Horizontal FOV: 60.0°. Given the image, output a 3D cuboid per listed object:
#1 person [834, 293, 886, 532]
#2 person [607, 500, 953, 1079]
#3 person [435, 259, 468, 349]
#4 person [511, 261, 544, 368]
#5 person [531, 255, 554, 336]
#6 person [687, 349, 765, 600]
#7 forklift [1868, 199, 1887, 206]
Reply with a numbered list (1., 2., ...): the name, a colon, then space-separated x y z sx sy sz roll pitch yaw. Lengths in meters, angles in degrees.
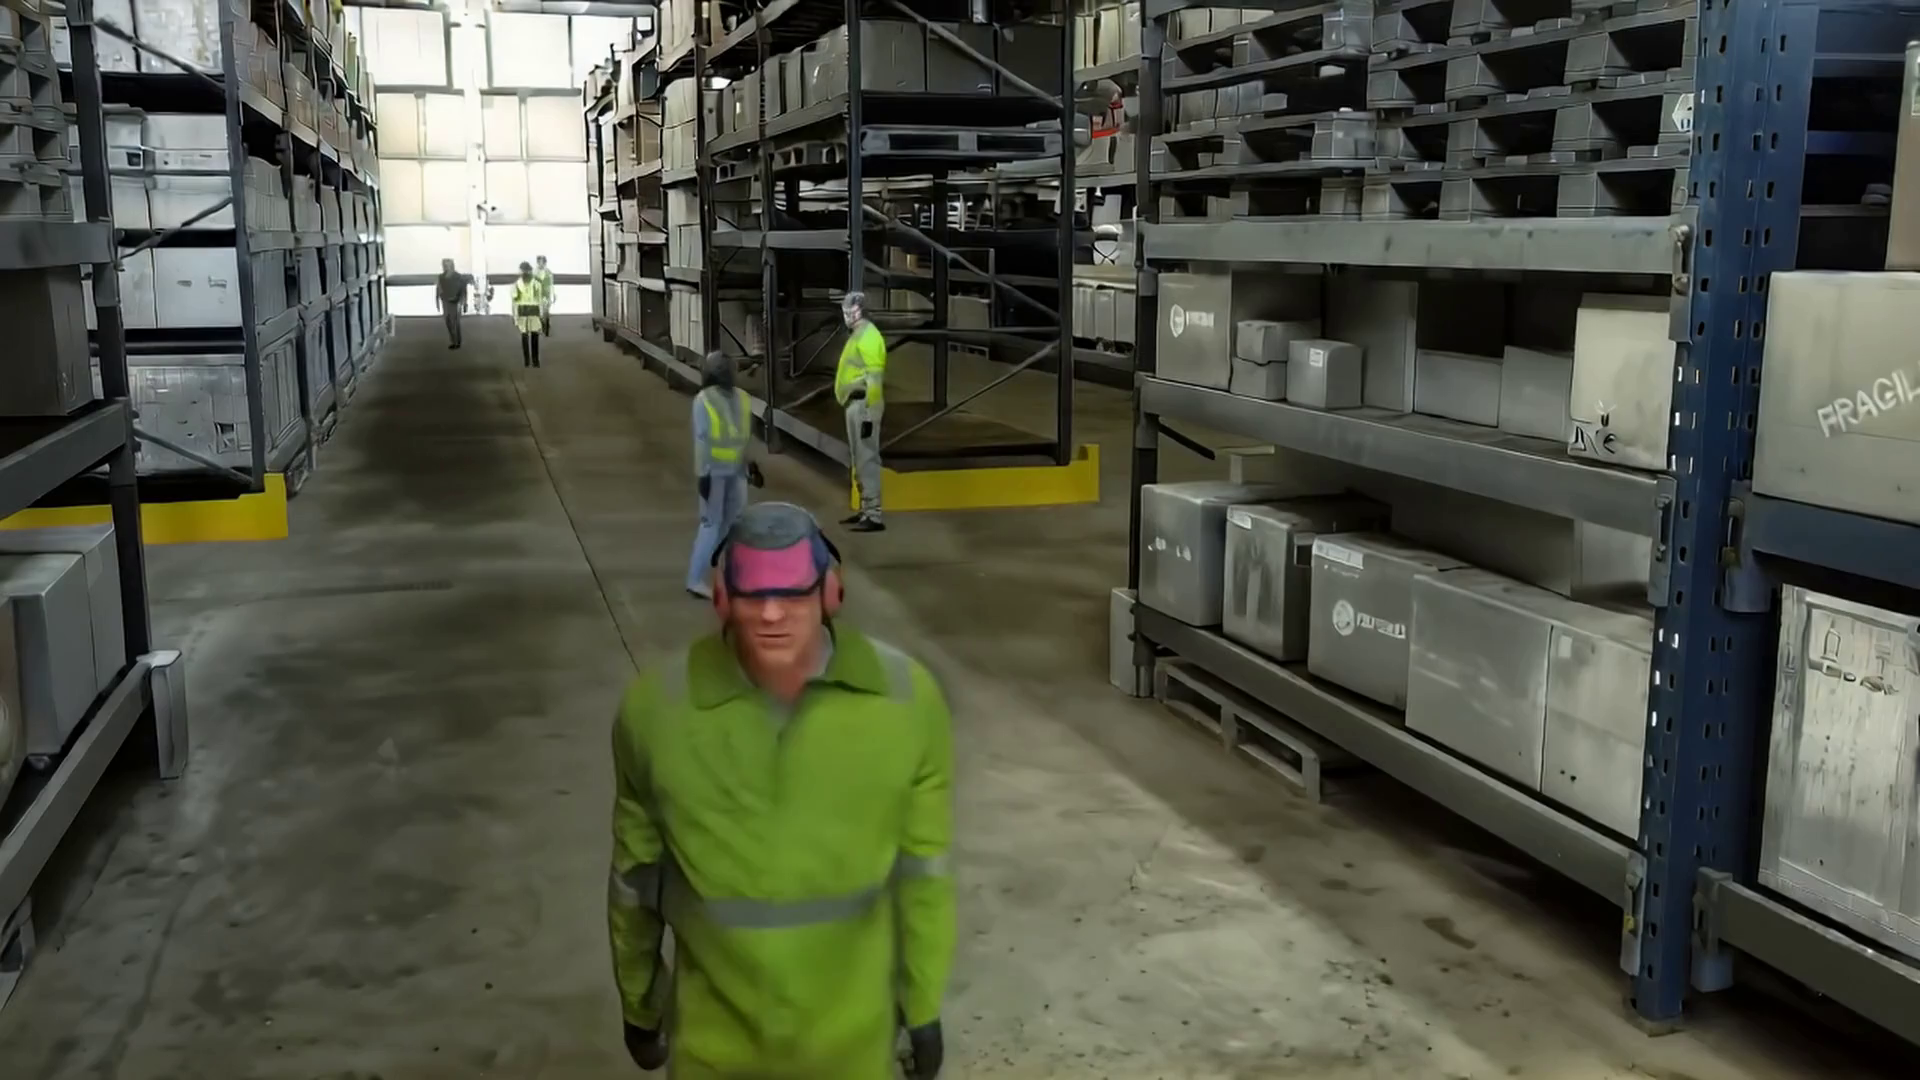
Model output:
1. person: -0.809 -1.020 13.342 0.401 1.904 0.649 -2 11 -13
2. person: -0.344 0.840 3.209 0.643 1.888 0.550 -2 11 -10
3. person: -10.710 -4.945 34.900 0.656 1.885 0.640 2 10 9
4. person: -7.747 -4.027 29.828 0.574 1.896 0.911 -3 11 -17
5. person: -9.860 -5.745 39.179 0.578 1.920 0.653 1 10 4
6. person: -1.532 -0.435 10.888 0.316 1.642 0.559 7 12 33
7. forklift: 11.338 -2.915 21.052 1.129 2.768 1.873 -3 11 -17
